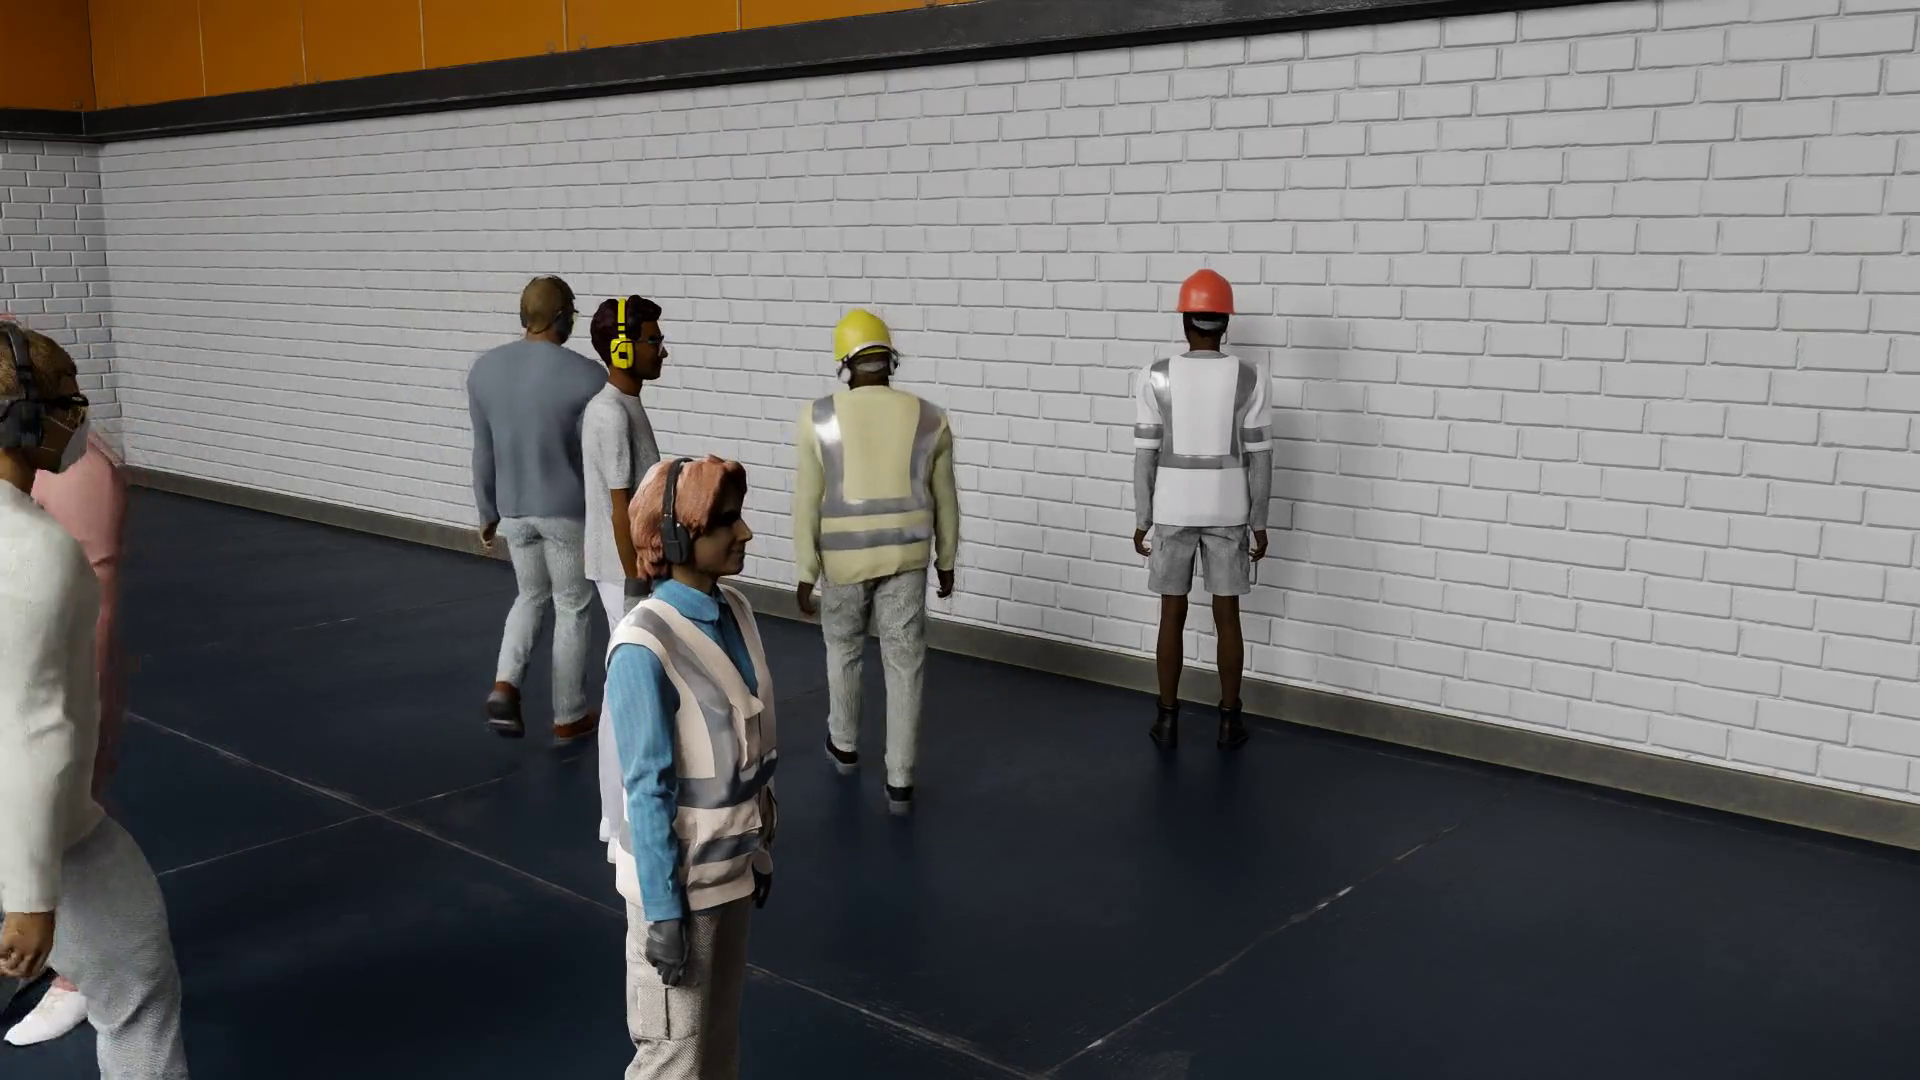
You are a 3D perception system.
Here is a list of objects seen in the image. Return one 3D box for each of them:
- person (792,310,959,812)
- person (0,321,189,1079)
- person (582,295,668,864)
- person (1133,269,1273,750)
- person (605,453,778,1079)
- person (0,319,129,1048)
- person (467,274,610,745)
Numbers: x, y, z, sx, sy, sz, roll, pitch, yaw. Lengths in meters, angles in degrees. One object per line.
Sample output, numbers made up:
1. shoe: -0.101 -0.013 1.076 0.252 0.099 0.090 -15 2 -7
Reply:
1. person: -0.325 0.050 6.199 0.630 1.786 0.857 -2 10 -11
2. person: -1.818 0.550 3.073 0.630 1.903 0.958 8 12 37
3. person: -1.073 0.135 5.501 0.329 1.872 0.509 -3 10 -15
4. person: 0.974 -0.113 6.718 0.552 1.935 0.364 1 10 7
5. person: -0.503 0.653 3.191 0.308 1.645 0.514 2 10 11
6. person: -2.359 0.372 4.136 0.727 1.870 0.501 4 11 22
7. person: -1.662 -0.095 6.659 0.644 1.919 0.513 3 10 17
